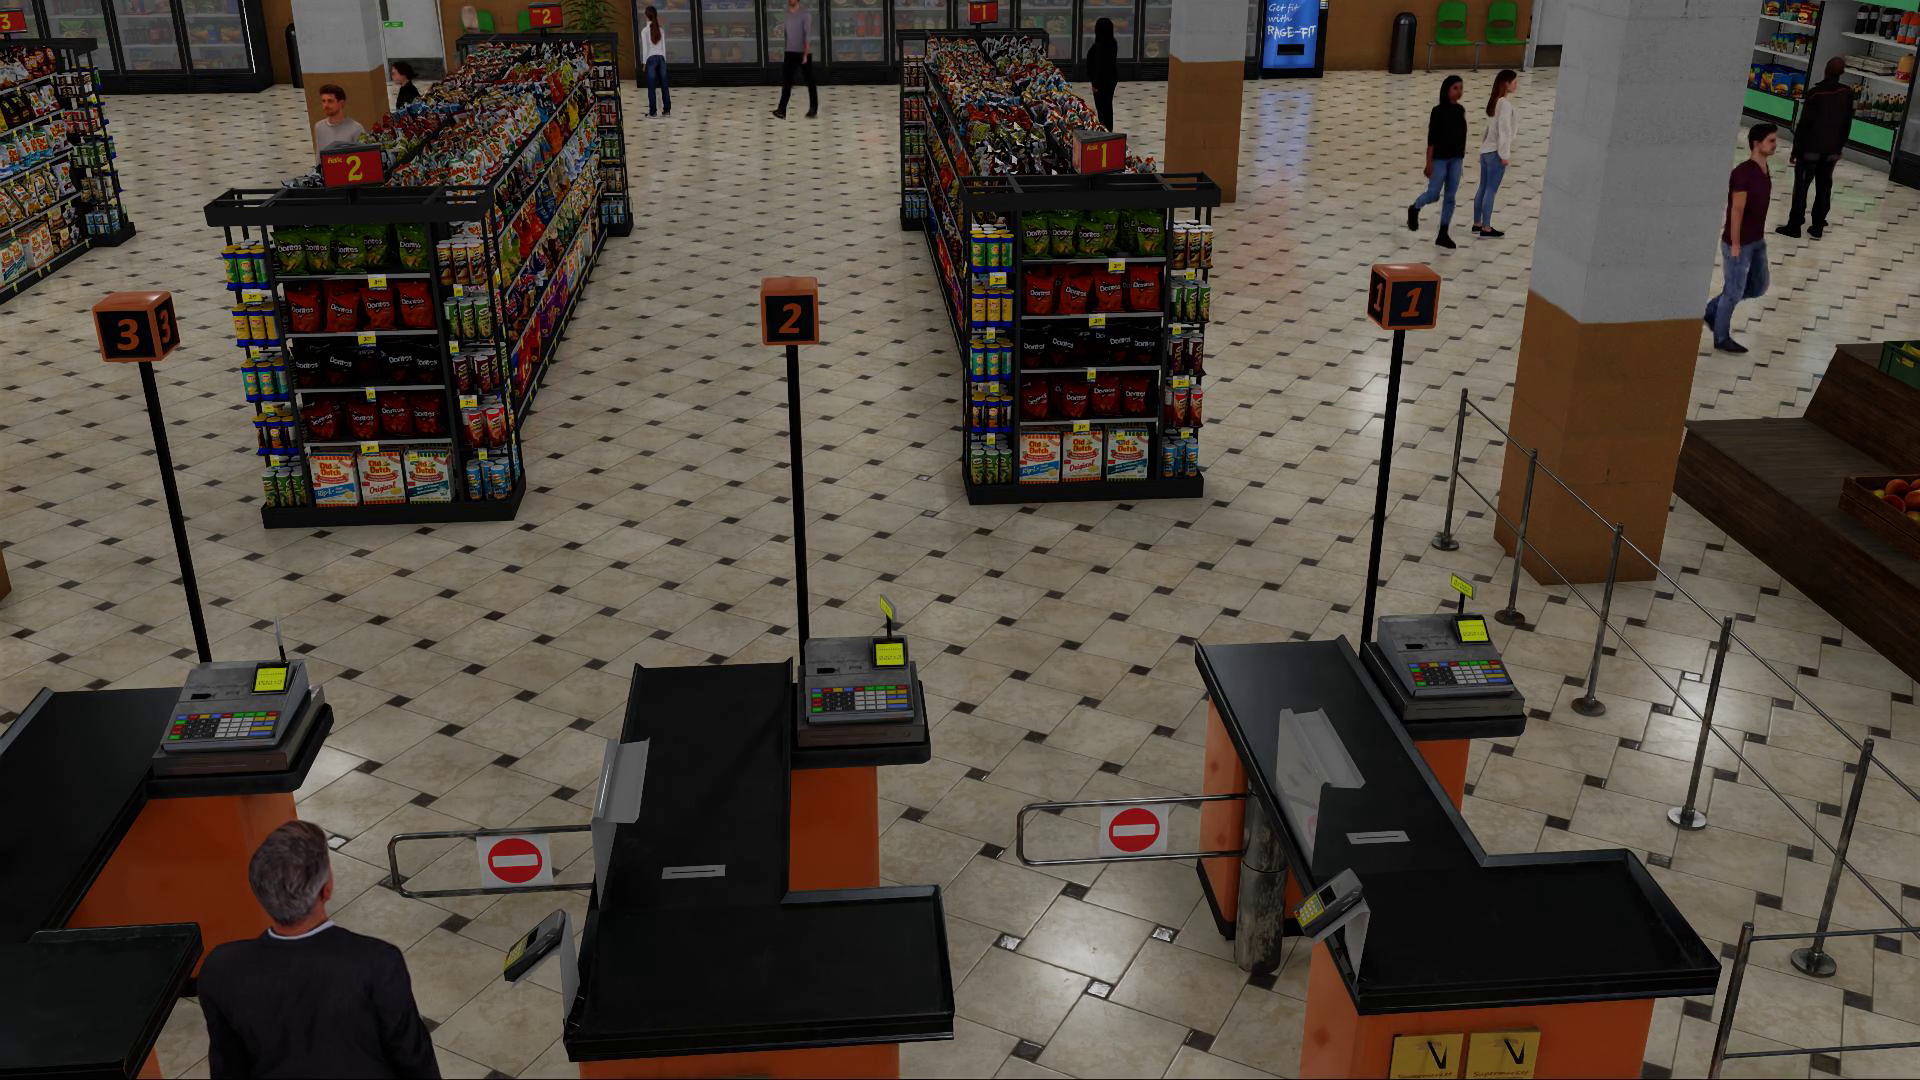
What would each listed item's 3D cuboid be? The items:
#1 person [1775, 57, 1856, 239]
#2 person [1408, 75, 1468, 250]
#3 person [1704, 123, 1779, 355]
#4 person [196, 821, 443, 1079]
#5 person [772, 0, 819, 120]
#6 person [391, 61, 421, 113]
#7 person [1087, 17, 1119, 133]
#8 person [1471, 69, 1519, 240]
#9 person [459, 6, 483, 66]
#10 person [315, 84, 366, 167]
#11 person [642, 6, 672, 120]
[{"bbox_3d":[8.830,-4.031,17.084,0.712,1.824,0.609,0,24,0],"label":"person"},{"bbox_3d":[4.836,-3.799,16.738,0.716,1.676,0.960,-9,25,-20],"label":"person"},{"bbox_3d":[6.250,-2.439,13.424,0.863,1.841,0.930,-20,30,-38],"label":"person"},{"bbox_3d":[-1.620,1.530,4.353,0.720,1.841,0.574,-1,24,-3],"label":"person"},{"bbox_3d":[-2.233,-6.919,23.714,1.031,1.798,1.212,11,26,23],"label":"person"},{"bbox_3d":[-5.642,-4.179,17.577,0.815,1.701,0.733,-11,26,-24],"label":"person"},{"bbox_3d":[1.912,-6.088,22.042,0.828,1.617,0.745,13,27,28],"label":"person"},{"bbox_3d":[5.504,-3.977,17.121,0.672,1.694,0.480,-1,24,-3],"label":"person"},{"bbox_3d":[-6.445,-6.274,22.358,0.703,1.704,0.941,1,24,1],"label":"person"},{"bbox_3d":[-5.491,-3.120,14.900,0.713,1.904,0.668,3,24,8],"label":"person"},{"bbox_3d":[-4.381,-6.864,23.888,0.622,1.559,0.661,-16,28,-33],"label":"person"}]
